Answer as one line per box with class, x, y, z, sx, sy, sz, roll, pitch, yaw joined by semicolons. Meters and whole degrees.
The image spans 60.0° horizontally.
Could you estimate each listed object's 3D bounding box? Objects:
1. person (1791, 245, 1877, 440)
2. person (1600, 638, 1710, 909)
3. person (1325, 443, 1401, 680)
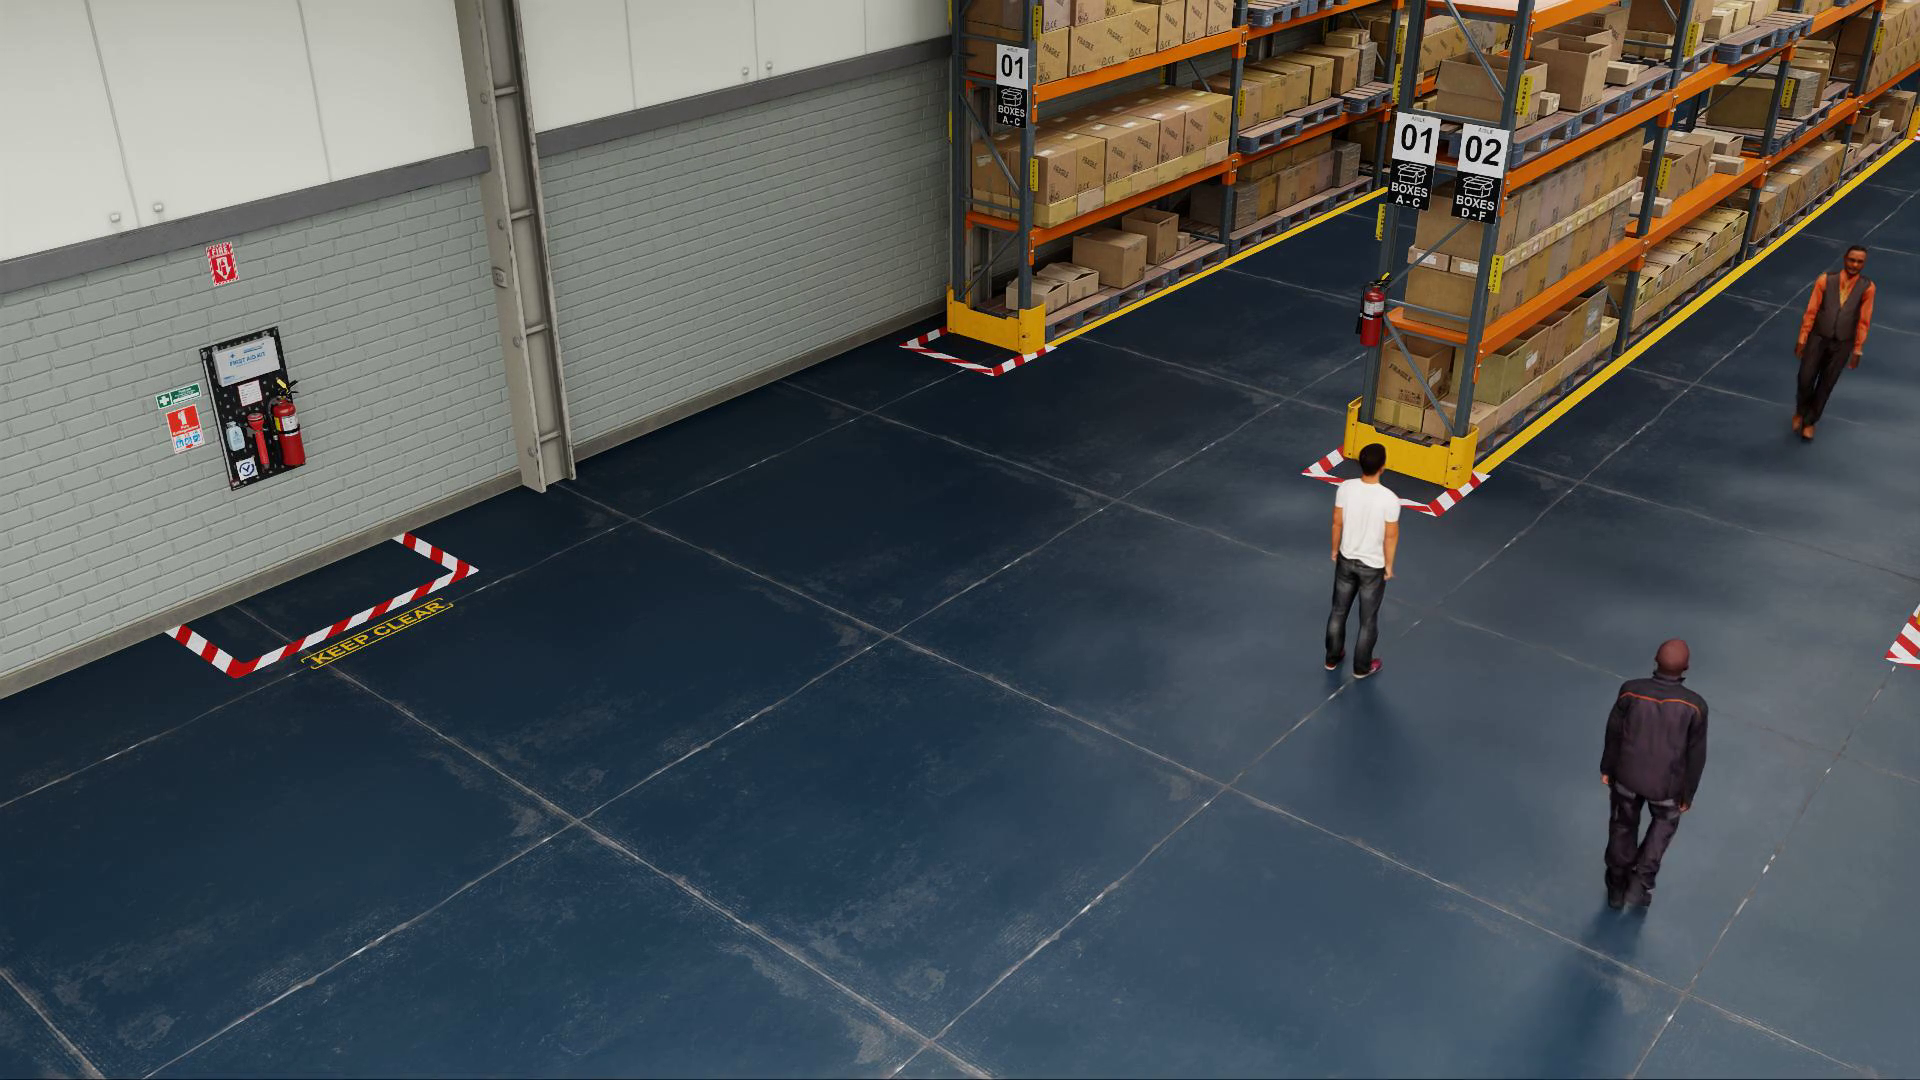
person;8.147;-1.877;15.579;0.798;1.897;0.788;13;31;23
person;3.924;1.397;9.514;0.754;1.819;0.732;17;32;28
person;2.863;0.143;11.884;0.631;1.804;0.532;20;34;33
